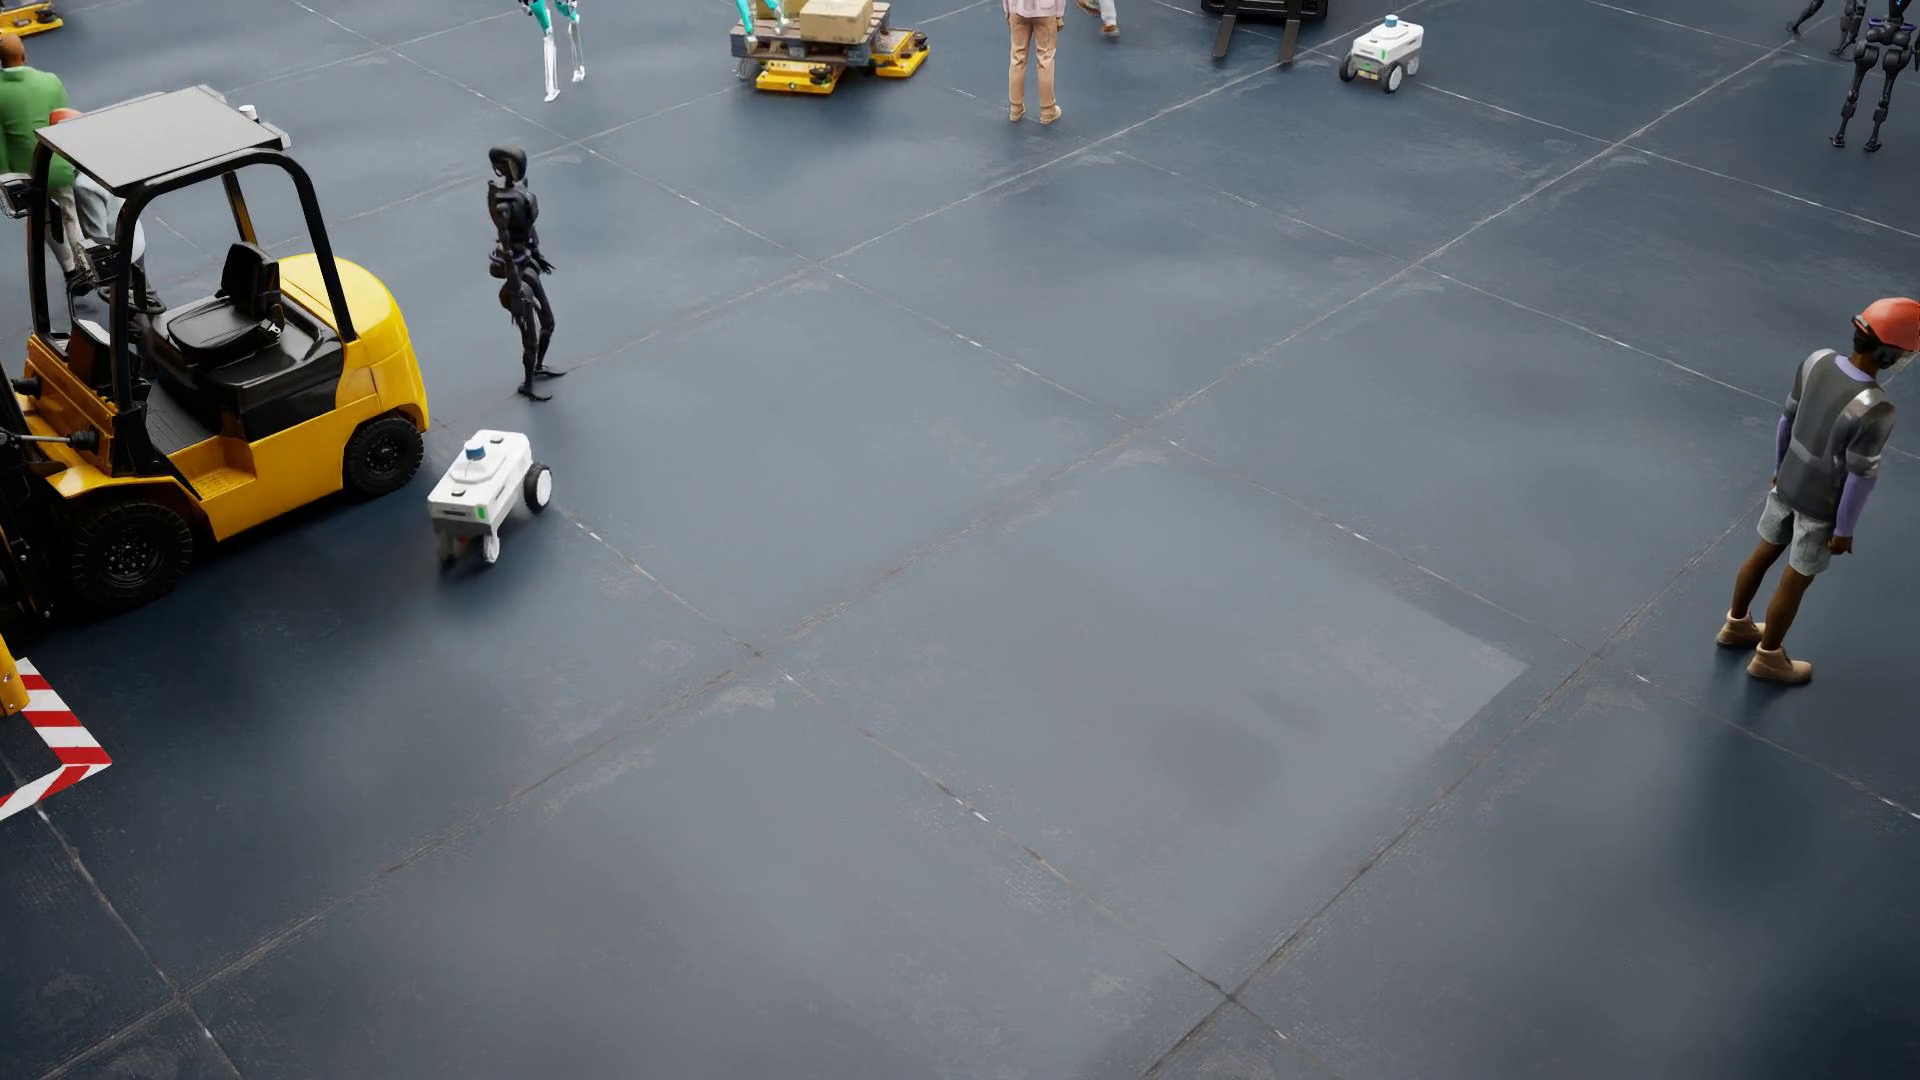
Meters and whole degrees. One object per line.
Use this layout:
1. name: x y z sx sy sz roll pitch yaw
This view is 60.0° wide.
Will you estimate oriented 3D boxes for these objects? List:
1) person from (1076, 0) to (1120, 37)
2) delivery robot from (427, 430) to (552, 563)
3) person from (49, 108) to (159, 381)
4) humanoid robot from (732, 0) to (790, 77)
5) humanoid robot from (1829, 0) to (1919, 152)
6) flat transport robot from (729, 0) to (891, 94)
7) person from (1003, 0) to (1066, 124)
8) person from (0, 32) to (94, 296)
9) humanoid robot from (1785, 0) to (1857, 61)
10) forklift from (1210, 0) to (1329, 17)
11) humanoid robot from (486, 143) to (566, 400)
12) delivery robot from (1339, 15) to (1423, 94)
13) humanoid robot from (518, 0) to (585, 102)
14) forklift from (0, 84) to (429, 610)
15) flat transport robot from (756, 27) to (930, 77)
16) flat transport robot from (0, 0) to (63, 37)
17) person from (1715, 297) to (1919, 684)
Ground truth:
1. person: 1.265 -5.586 15.139 0.681 1.878 1.005 -12 38 -15
2. delivery robot: -2.614 -0.285 9.145 0.499 0.601 0.798 6 37 8
3. person: -5.184 -1.801 10.179 0.352 1.737 0.576 -4 37 -5
4. humanoid robot: -1.714 -4.748 14.133 0.552 1.770 0.850 -26 44 -30
5. humanoid robot: 7.237 -3.896 13.023 0.599 1.657 0.315 17 40 22
6. flat transport robot: -1.307 -4.334 14.798 0.659 0.231 1.431 7 37 9
7. person: 0.588 -4.237 13.403 0.524 1.784 0.403 12 38 15
8. person: -6.093 -2.453 11.048 0.547 1.744 0.708 -10 38 -13
9. humanoid robot: 7.863 -5.155 14.765 0.605 1.634 0.772 -8 37 -10
10. forklift: 3.106 -6.400 15.960 1.214 2.155 2.313 8 37 10
11. humanoid robot: -2.628 -1.612 9.976 0.306 1.644 0.608 0 37 1
12. delivery robot: 3.705 -4.251 14.440 0.499 0.585 0.772 28 45 32
13. humanoid robot: -3.446 -4.663 14.022 0.555 1.781 0.884 1 37 1
14. forklift: -4.145 -1.093 8.856 2.313 2.155 1.214 -31 47 -34
15. flat transport robot: -1.044 -4.402 14.889 1.431 0.231 0.659 9 38 12
16. flat transport robot: -9.116 -5.028 15.727 1.431 0.231 0.659 30 46 34
17. person: 4.052 -0.227 7.831 0.406 2.031 0.607 -5 37 -7
